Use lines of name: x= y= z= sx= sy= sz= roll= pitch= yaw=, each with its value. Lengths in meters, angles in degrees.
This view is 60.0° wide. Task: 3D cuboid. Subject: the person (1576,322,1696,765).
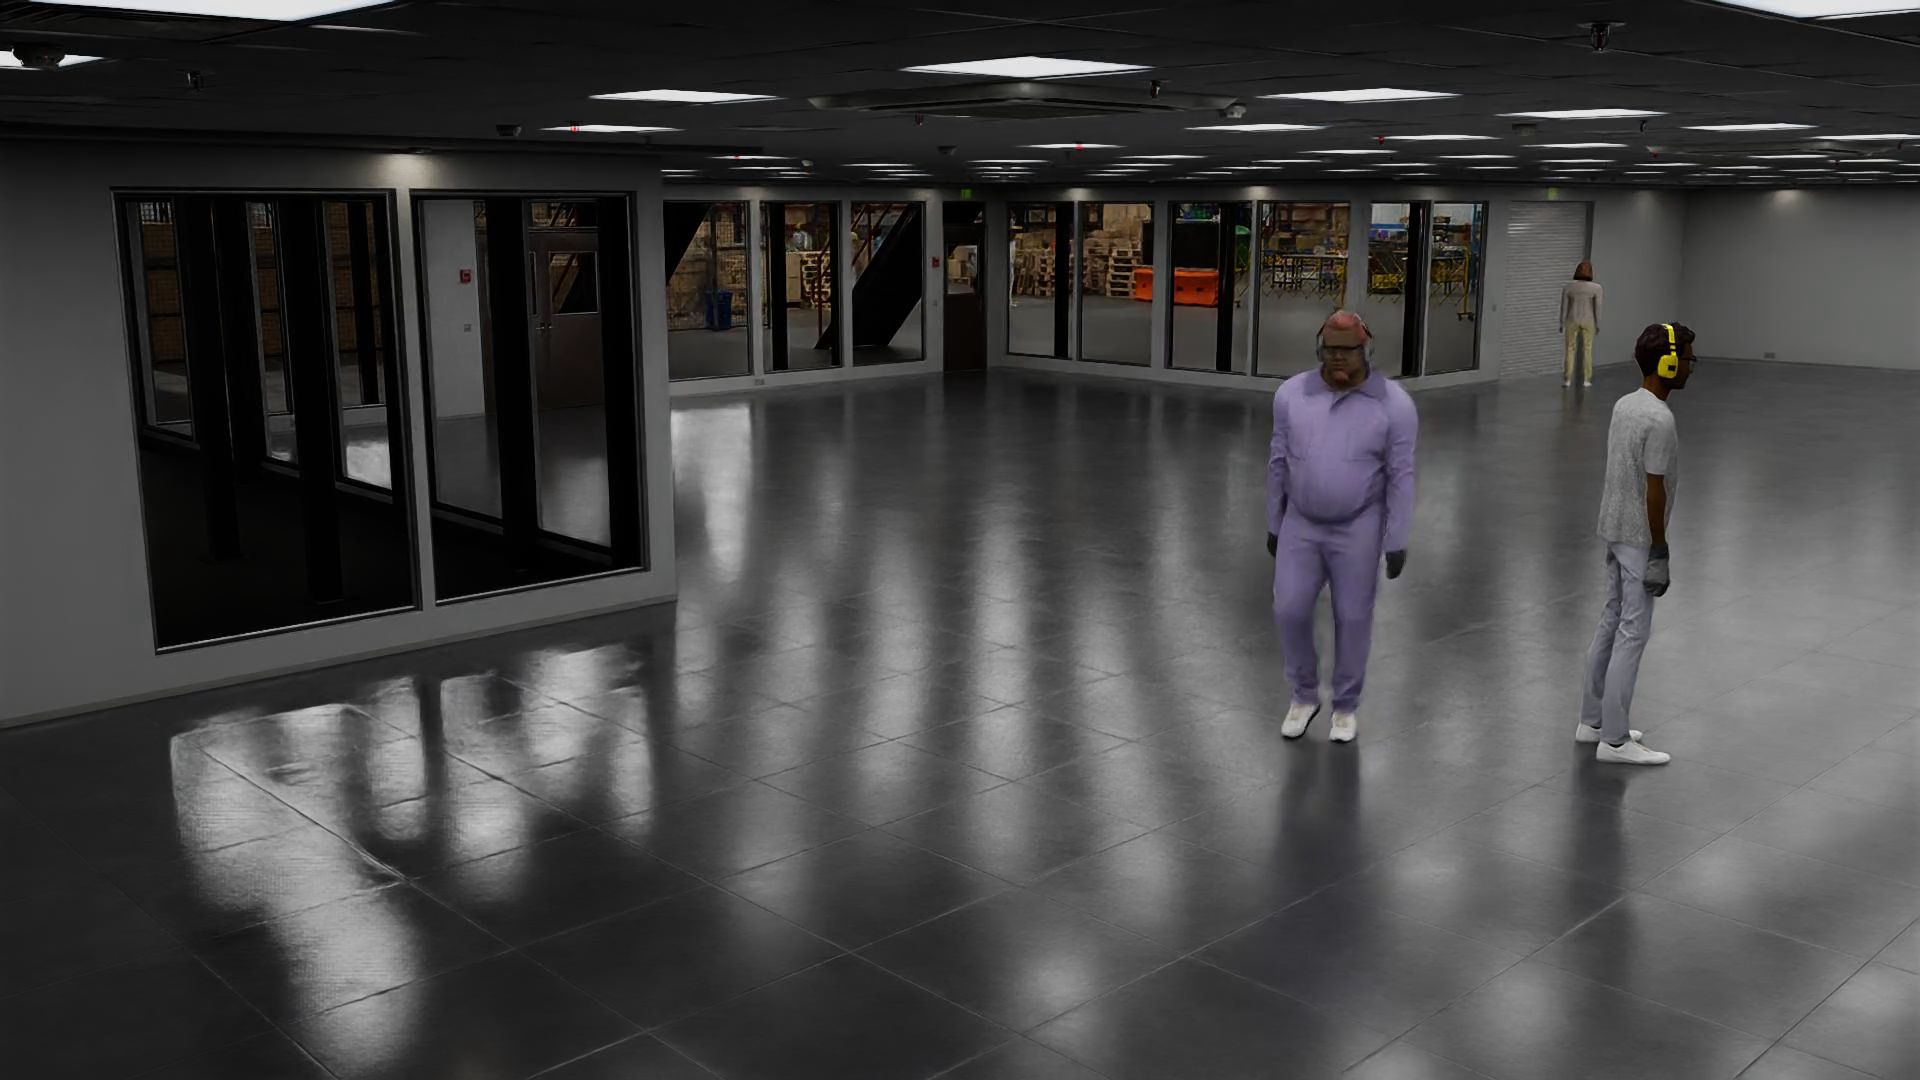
person: x=2.868 y=0.016 z=7.028 sx=0.328 sy=1.861 sz=0.508 roll=0 pitch=11 yaw=2

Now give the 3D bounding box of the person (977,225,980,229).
person: x=0.499 y=-7.057 z=42.291 sx=0.605 sy=1.931 sz=0.943 roll=0 pitch=11 yaw=-1

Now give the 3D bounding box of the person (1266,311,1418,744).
person: x=1.619 y=-0.038 z=7.198 sx=0.661 sy=1.886 sz=0.514 roll=5 pitch=12 yaw=24

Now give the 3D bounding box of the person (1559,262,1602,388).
person: x=8.087 y=-2.803 z=21.692 sx=0.509 sy=1.632 sz=0.265 roll=4 pitch=12 yaw=18

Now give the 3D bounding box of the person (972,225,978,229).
person: x=0.482 y=-8.460 z=49.284 sx=0.354 sy=1.939 sz=0.544 roll=10 pitch=15 yaw=42
